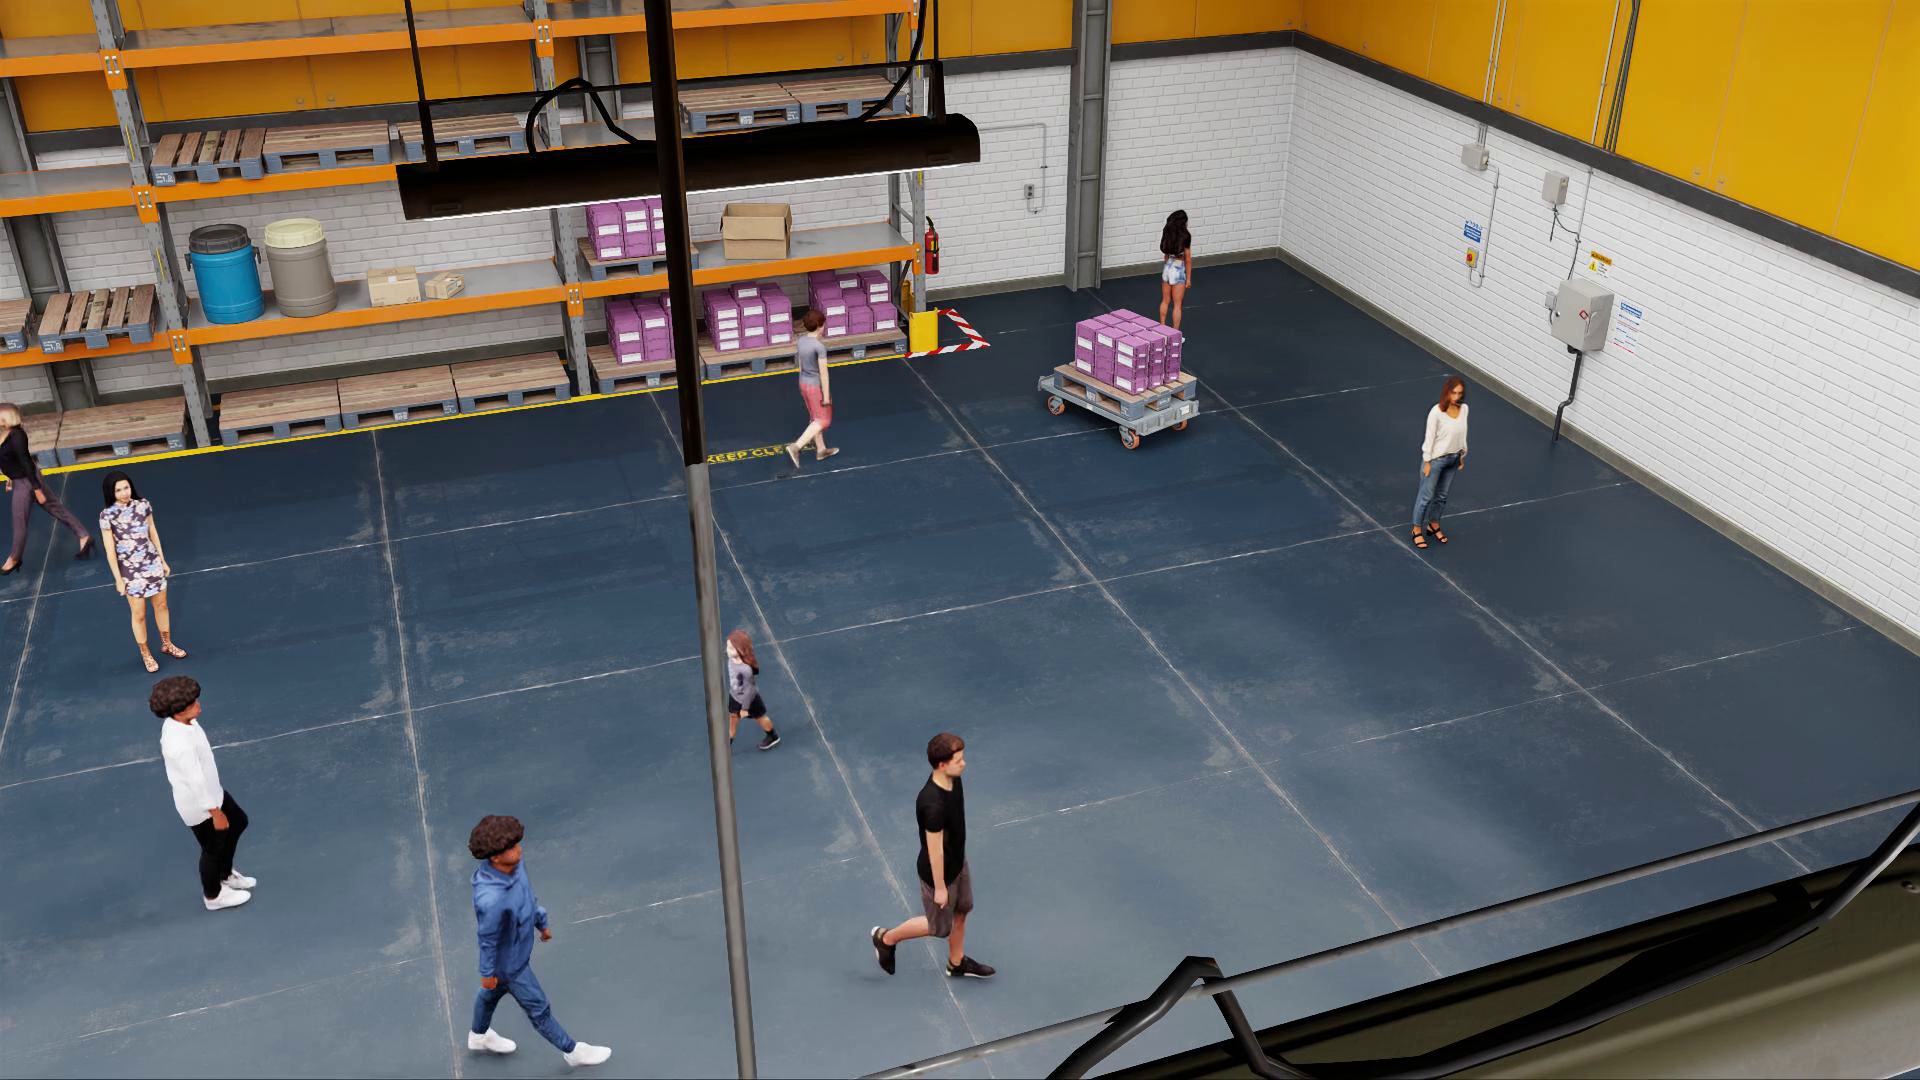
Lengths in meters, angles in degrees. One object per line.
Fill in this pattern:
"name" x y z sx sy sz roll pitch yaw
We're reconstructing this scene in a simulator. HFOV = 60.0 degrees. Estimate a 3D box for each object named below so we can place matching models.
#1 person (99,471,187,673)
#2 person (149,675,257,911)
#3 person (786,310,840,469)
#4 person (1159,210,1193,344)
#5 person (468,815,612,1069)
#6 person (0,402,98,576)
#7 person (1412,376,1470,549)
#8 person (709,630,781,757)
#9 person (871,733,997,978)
"person" -6.664 0.231 13.525 0.729 1.732 0.623 19 34 31
"person" -5.018 1.675 10.810 0.604 1.798 0.648 -11 30 -19
"person" -1.529 -1.497 16.796 1.038 1.634 0.817 -24 37 -37
"person" 2.558 -3.136 19.811 0.651 1.624 0.636 -20 35 -33
"person" -2.689 2.352 9.602 1.243 1.766 0.982 1 29 2
"person" -8.244 -0.474 14.935 1.096 1.620 0.699 -15 32 -25
"person" 4.447 -0.740 15.361 0.493 1.680 0.694 -12 31 -22
"person" -1.571 1.148 12.528 0.840 1.078 0.616 -19 34 -31
"person" -0.185 1.978 10.205 1.138 1.845 1.020 8 30 14
